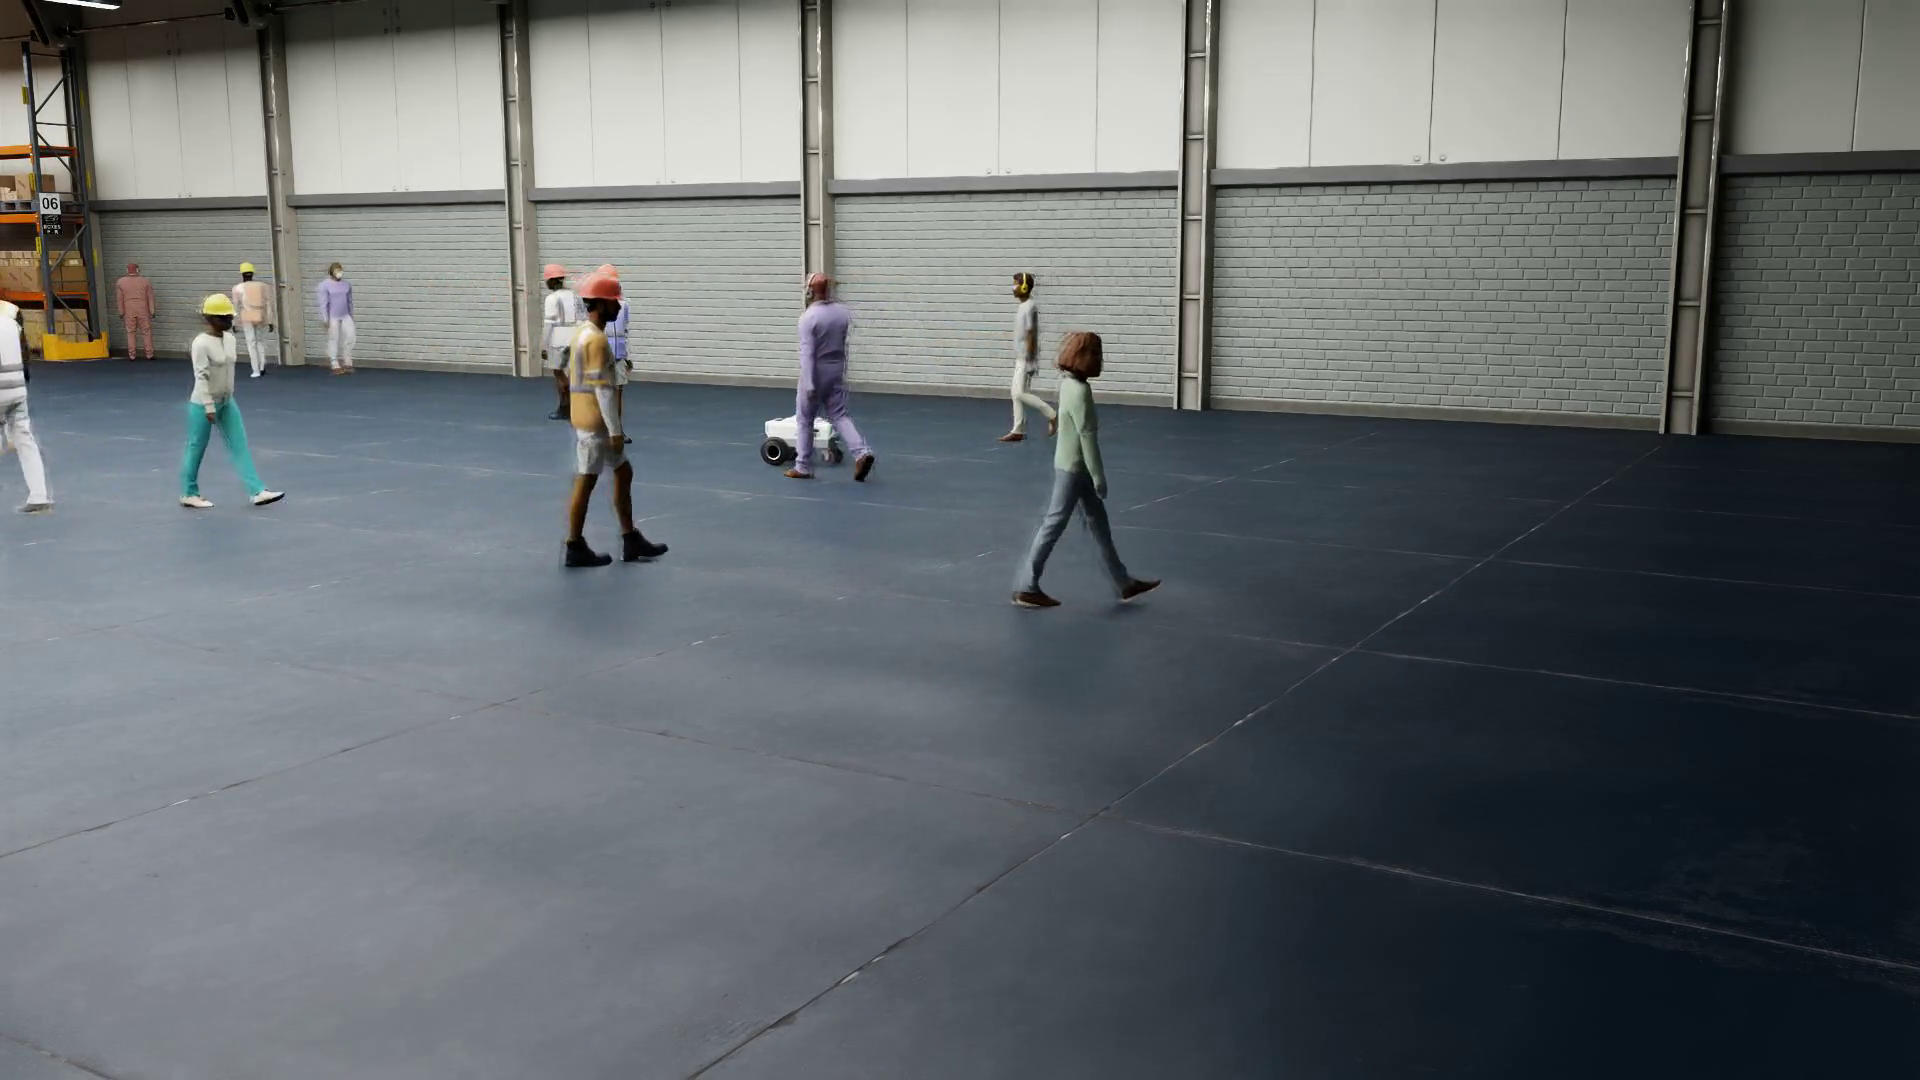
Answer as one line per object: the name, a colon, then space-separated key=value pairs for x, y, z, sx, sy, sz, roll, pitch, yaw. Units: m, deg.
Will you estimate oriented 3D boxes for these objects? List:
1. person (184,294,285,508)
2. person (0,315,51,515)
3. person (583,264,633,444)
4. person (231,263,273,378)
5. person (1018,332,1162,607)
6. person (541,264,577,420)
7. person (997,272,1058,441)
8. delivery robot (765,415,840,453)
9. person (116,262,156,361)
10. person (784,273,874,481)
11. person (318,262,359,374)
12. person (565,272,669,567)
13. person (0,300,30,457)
person: x=-5.883 y=-1.092 z=13.259 sx=0.903 sy=1.711 sz=0.536 roll=2 pitch=10 yaw=14
person: x=-7.586 y=-1.096 z=12.953 sx=0.947 sy=1.838 sz=0.583 roll=1 pitch=10 yaw=9
person: x=-3.757 y=-1.983 z=17.848 sx=0.553 sy=1.935 sz=0.364 roll=-9 pitch=13 yaw=-42
person: x=-11.852 y=-3.669 z=27.794 sx=0.630 sy=1.905 sz=0.570 roll=-8 pitch=13 yaw=-39
person: x=0.730 y=-0.389 z=9.531 sx=0.861 sy=1.581 sz=0.525 roll=0 pitch=10 yaw=1
person: x=-4.949 y=-2.434 z=20.508 sx=0.390 sy=1.925 sz=0.580 roll=3 pitch=10 yaw=19
person: x=0.761 y=-1.982 z=18.105 sx=0.649 sy=1.854 sz=0.517 roll=0 pitch=10 yaw=-2
delivery robot: x=-1.517 y=-1.054 z=16.181 sx=0.707 sy=0.478 sz=0.477 roll=2 pitch=10 yaw=13
person: x=-15.911 y=-4.409 z=32.152 sx=0.645 sy=1.905 sz=0.400 roll=-3 pitch=10 yaw=-18
person: x=-1.200 y=-1.457 z=14.962 sx=0.882 sy=1.879 sz=0.637 roll=8 pitch=12 yaw=38
person: x=-10.559 y=-3.768 z=28.345 sx=0.671 sy=1.915 sz=0.662 roll=7 pitch=12 yaw=36
person: x=-2.234 y=-0.771 z=10.822 sx=0.815 sy=1.909 sz=0.580 roll=-3 pitch=10 yaw=-15
person: x=-9.885 y=-1.776 z=16.993 sx=0.661 sy=1.811 sz=0.833 roll=-5 pitch=11 yaw=-29
